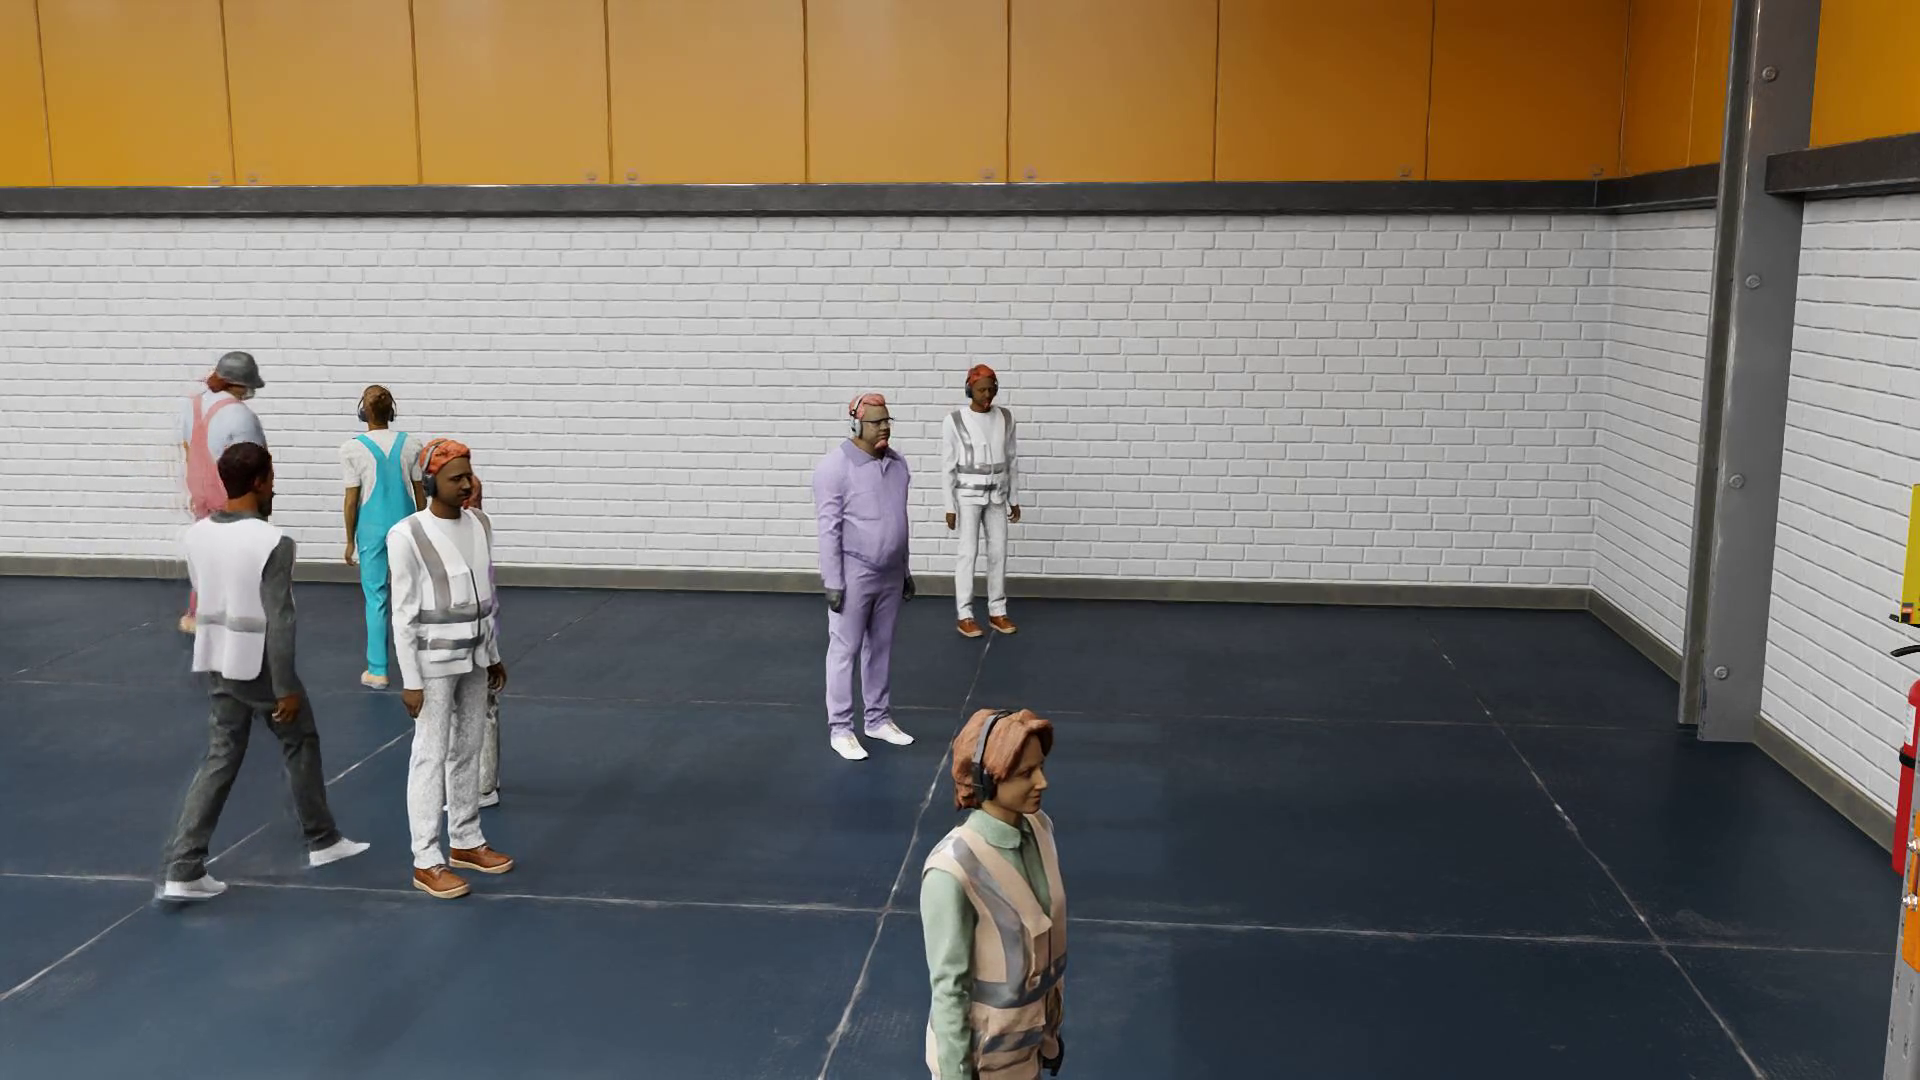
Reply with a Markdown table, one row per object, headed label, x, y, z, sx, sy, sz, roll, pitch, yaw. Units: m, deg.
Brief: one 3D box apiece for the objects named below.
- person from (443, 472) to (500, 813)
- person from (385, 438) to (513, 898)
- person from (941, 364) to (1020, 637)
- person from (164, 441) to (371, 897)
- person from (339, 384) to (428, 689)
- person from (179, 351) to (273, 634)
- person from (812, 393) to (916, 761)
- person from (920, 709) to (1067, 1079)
| label | x | y | z | sx | sy | sz | roll | pitch | yaw |
| --- | --- | --- | --- | --- | --- | --- | --- | --- | --- |
| person | -2.338 | 0.465 | 7.892 | 0.310 | 1.642 | 0.514 | -2 | 10 | -10 |
| person | -2.109 | 0.517 | 6.903 | 0.346 | 1.882 | 0.578 | 4 | 11 | 23 |
| person | 0.142 | -0.269 | 11.433 | 0.585 | 1.878 | 0.364 | -5 | 11 | -29 |
| person | -2.959 | 0.538 | 6.892 | 0.609 | 1.895 | 0.943 | 5 | 11 | 26 |
| person | -3.483 | -0.020 | 10.089 | 0.506 | 1.846 | 0.346 | -7 | 12 | -35 |
| person | -5.041 | -0.348 | 11.402 | 0.907 | 2.000 | 0.535 | 6 | 11 | 30 |
| person | -0.468 | 0.182 | 8.752 | 0.403 | 1.911 | 0.637 | 9 | 13 | 41 |
| person | 0.082 | 1.180 | 3.798 | 0.310 | 1.642 | 0.514 | 5 | 11 | 27 |
